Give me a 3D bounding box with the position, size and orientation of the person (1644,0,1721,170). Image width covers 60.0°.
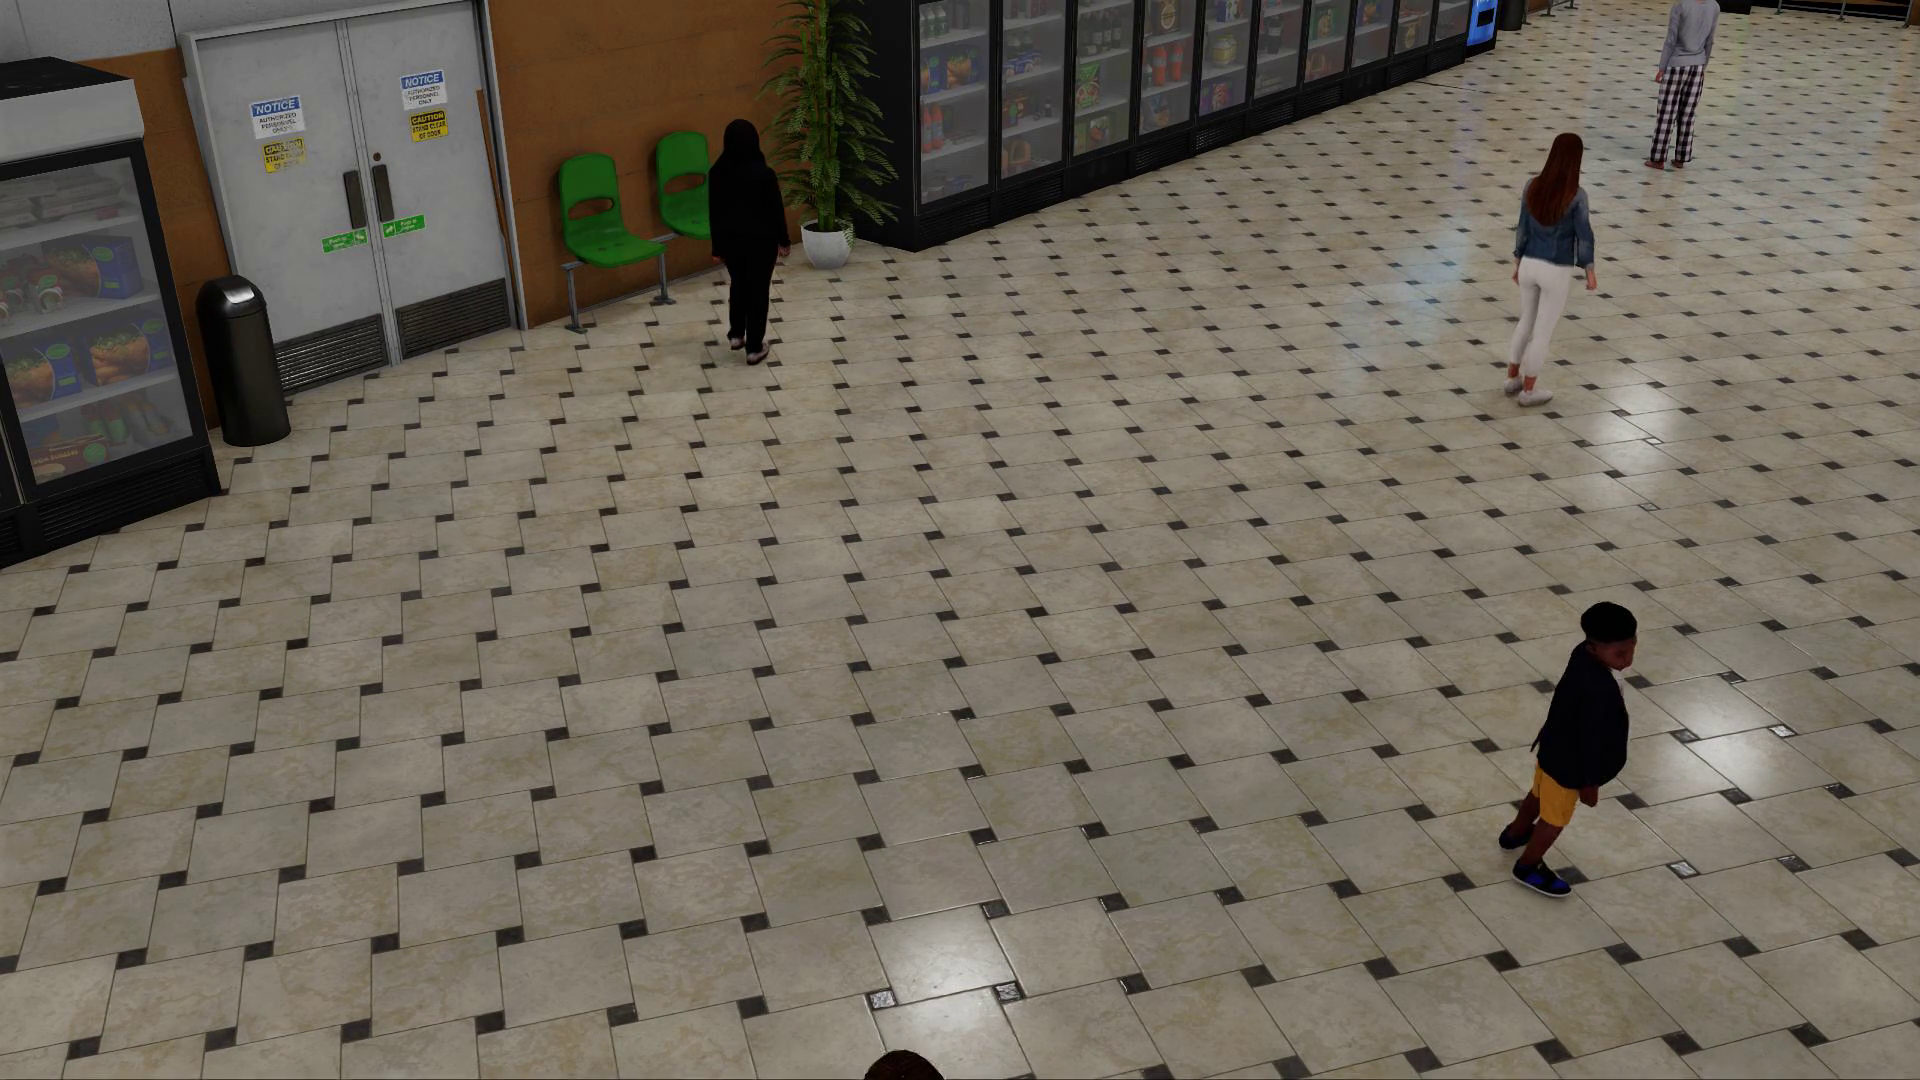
[{"bbox_3d":[6.750,-4.396,15.488,0.694,1.847,0.752,-3,27,-5],"label":"person"}]

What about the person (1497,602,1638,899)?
[{"bbox_3d":[2.178,0.739,6.031,0.737,1.243,0.736,-2,27,-3],"label":"person"}]

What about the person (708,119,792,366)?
[{"bbox_3d":[-1.402,-1.905,10.842,0.706,1.607,0.816,6,28,12],"label":"person"}]

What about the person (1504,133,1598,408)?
[{"bbox_3d":[3.554,-1.620,10.186,0.770,1.693,0.653,-17,31,-29],"label":"person"}]
